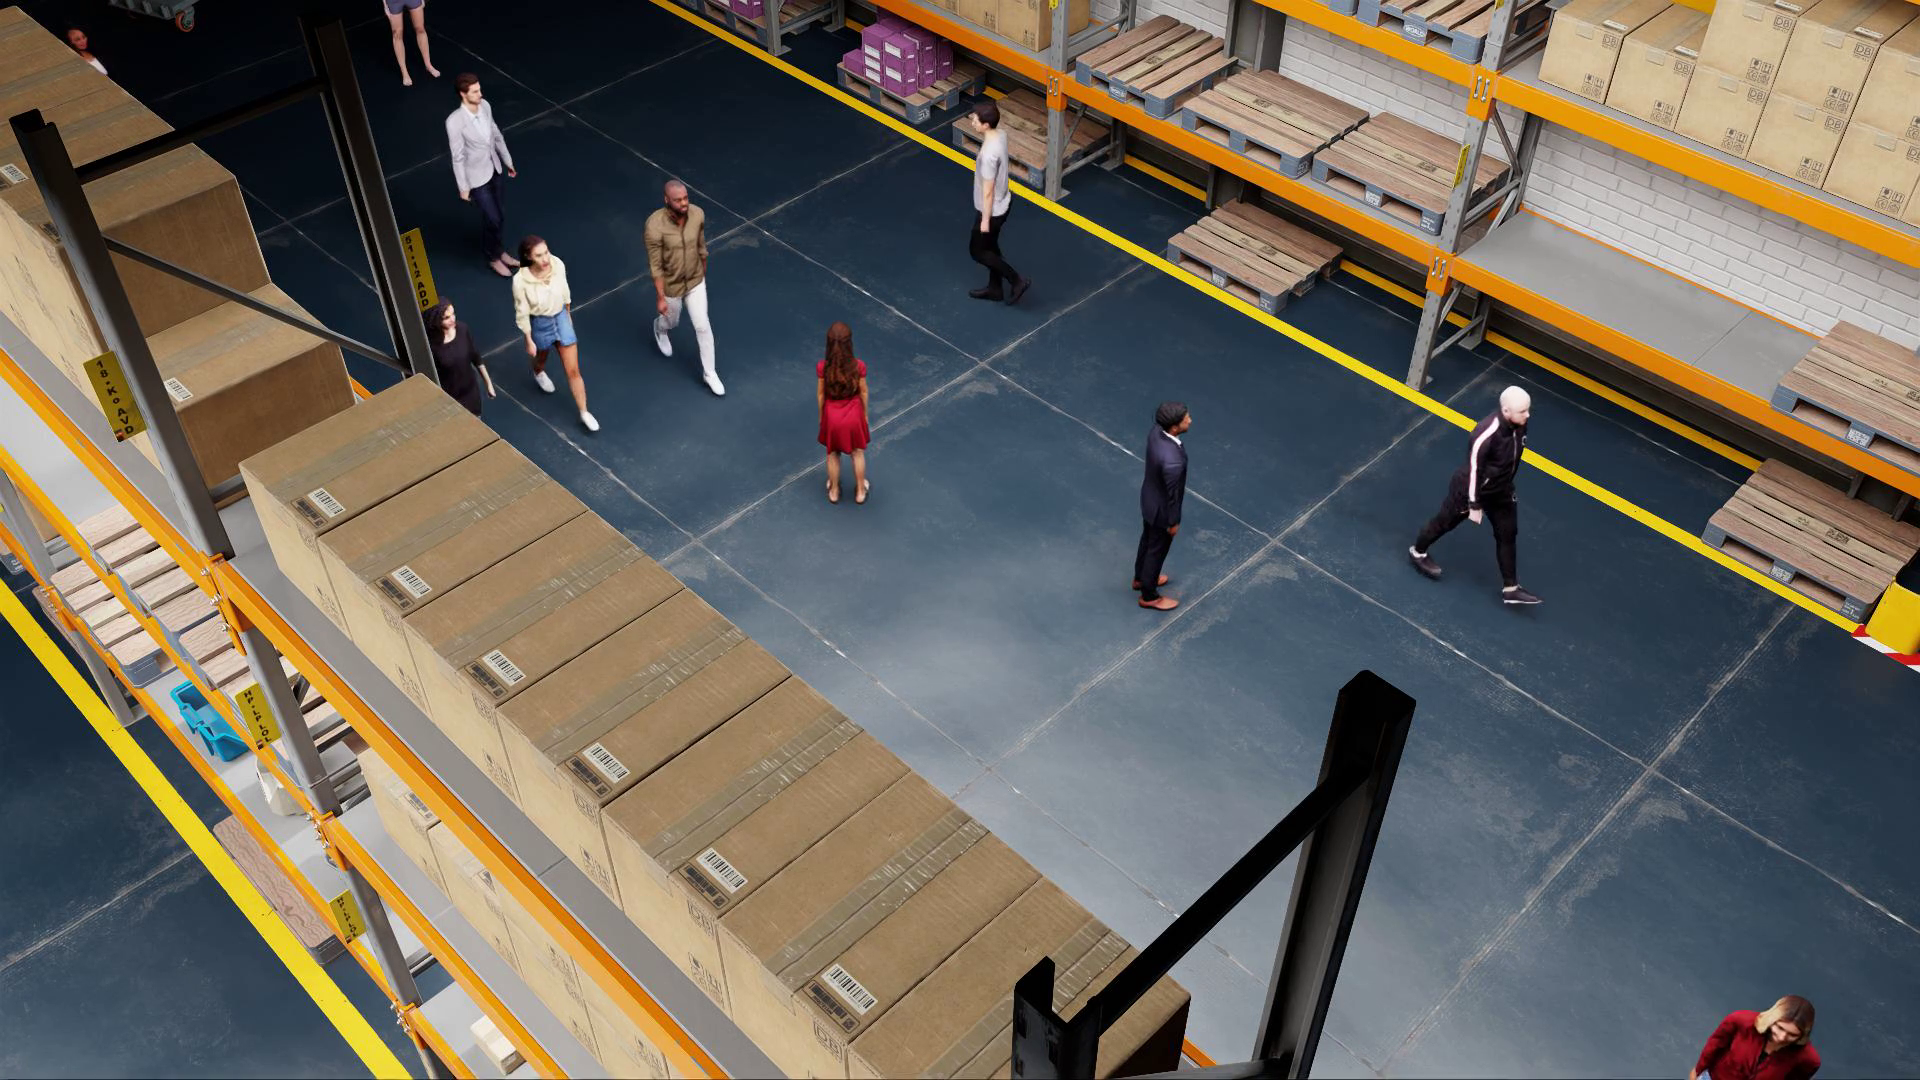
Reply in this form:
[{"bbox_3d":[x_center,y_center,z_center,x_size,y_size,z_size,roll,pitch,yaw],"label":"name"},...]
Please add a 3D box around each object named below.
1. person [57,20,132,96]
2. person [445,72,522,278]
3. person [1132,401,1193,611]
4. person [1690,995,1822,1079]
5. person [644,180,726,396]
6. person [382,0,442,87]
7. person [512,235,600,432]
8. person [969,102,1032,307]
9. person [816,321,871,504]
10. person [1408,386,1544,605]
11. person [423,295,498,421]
[{"bbox_3d":[-8.007,-4.033,15.306,1.222,1.560,0.959,13,45,14],"label":"person"},{"bbox_3d":[-4.125,-3.132,14.159,0.742,1.839,0.790,19,47,19],"label":"person"},{"bbox_3d":[1.348,-0.246,11.212,0.768,1.725,0.660,-7,44,-7],"label":"person"},{"bbox_3d":[3.862,2.674,8.219,0.736,1.625,0.734,27,50,25],"label":"person"},{"bbox_3d":[-2.242,-2.041,13.051,0.876,1.788,1.208,-24,49,-23],"label":"person"},{"bbox_3d":[-5.595,-5.465,16.659,0.621,1.767,0.612,-25,49,-24],"label":"person"},{"bbox_3d":[-3.210,-1.664,12.801,0.739,1.586,1.172,-30,51,-27],"label":"person"},{"bbox_3d":[0.352,-2.732,13.731,0.963,1.849,0.900,8,44,8],"label":"person"},{"bbox_3d":[-0.851,-0.910,12.035,0.678,1.551,0.739,-5,44,-5],"label":"person"},{"bbox_3d":[3.442,-0.370,11.302,0.754,1.779,1.222,-31,51,-28],"label":"person"},{"bbox_3d":[-3.667,-1.037,11.995,0.675,1.789,0.669,27,50,25],"label":"person"}]
